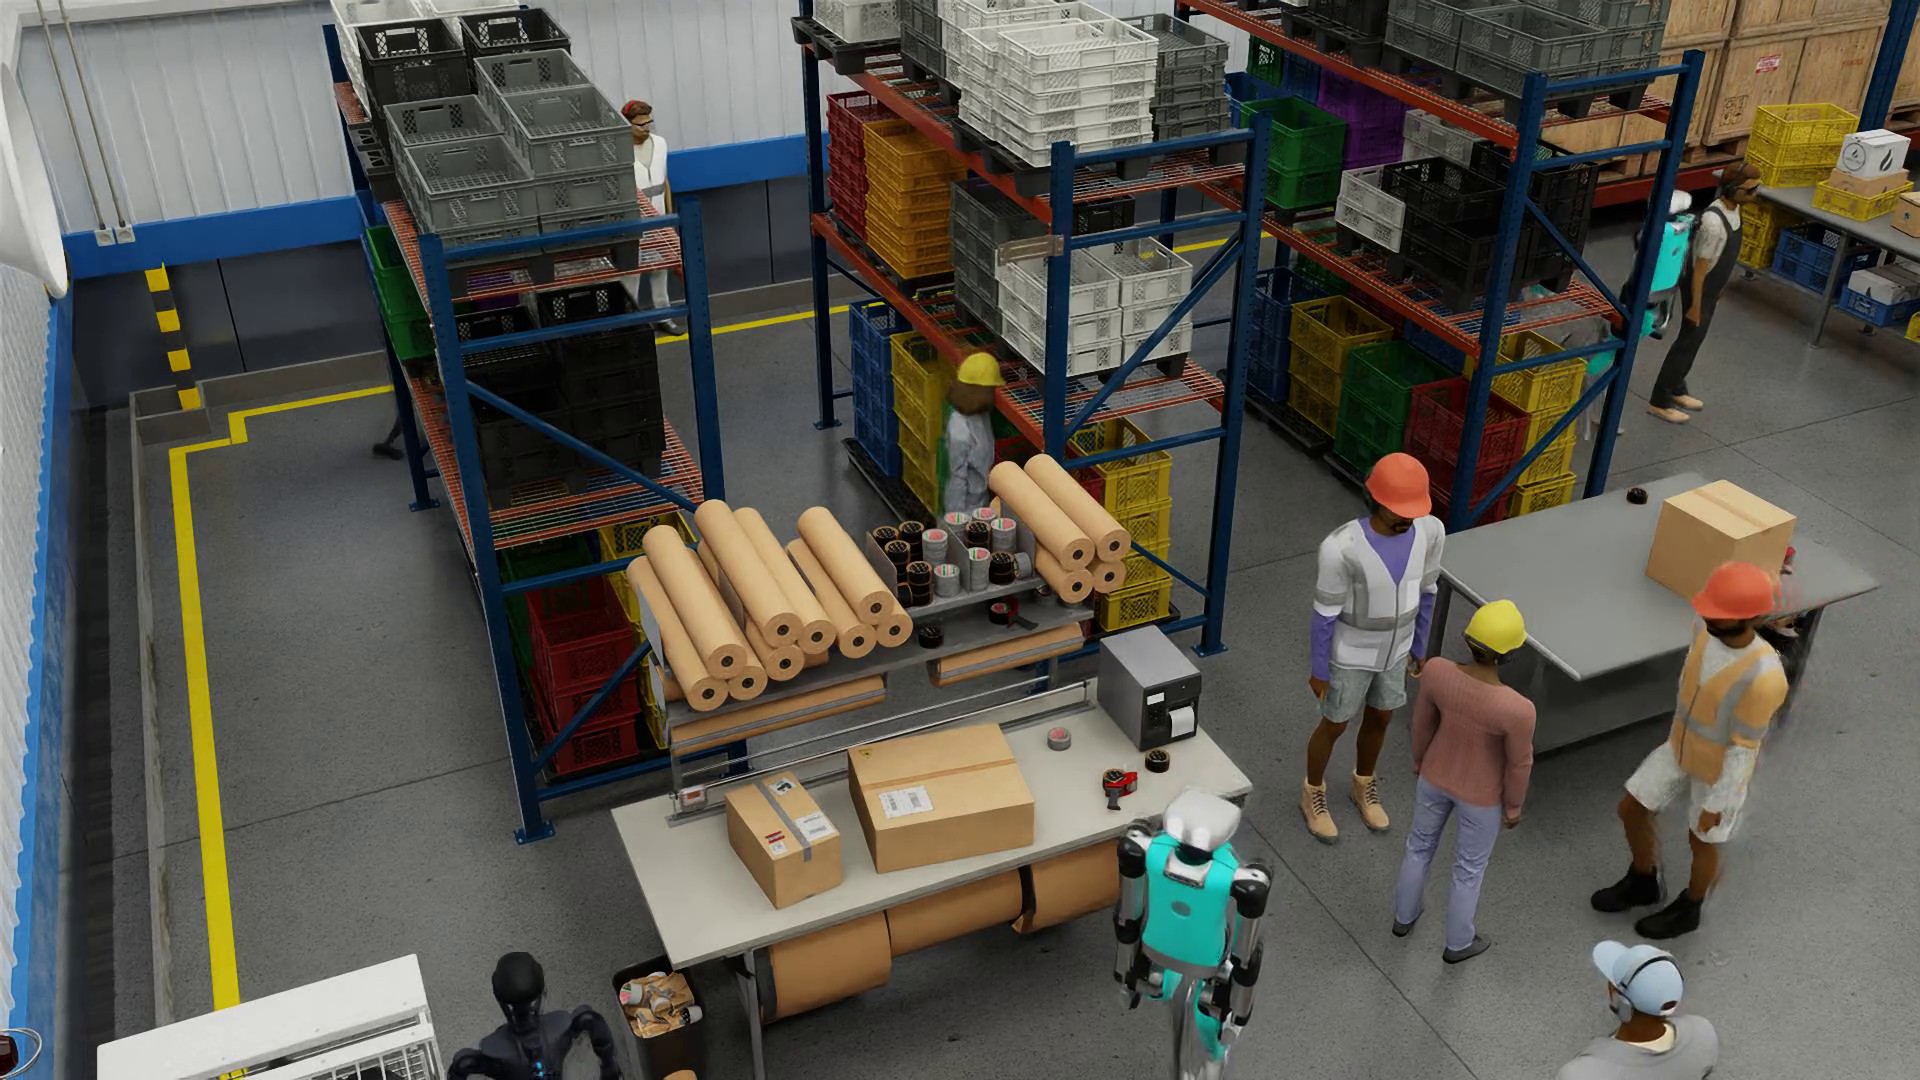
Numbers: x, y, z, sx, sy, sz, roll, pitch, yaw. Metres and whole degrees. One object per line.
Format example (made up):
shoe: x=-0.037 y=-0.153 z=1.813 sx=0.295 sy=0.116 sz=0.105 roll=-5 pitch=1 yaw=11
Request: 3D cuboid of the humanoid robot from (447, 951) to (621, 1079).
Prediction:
humanoid robot: x=-1.395 y=1.976 z=5.450 sx=0.610 sy=1.631 sz=0.732 roll=-18 pitch=36 yaw=-26

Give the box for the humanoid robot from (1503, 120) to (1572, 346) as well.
humanoid robot: x=4.267 y=-2.193 z=12.187 sx=0.876 sy=1.832 sz=0.559 roll=11 pitch=33 yaw=18

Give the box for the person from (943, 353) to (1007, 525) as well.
person: x=0.087 y=-0.187 z=8.885 sx=0.358 sy=1.725 sz=0.515 roll=5 pitch=32 yaw=7

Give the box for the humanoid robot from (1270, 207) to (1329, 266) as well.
humanoid robot: x=2.870 y=-3.100 z=13.620 sx=0.531 sy=1.793 sz=0.796 roll=11 pitch=33 yaw=17

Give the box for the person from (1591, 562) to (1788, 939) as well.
person: x=3.048 y=0.917 z=6.906 sx=0.569 sy=1.914 sz=0.557 roll=-8 pitch=32 yaw=-12

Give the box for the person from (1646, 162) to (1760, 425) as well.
person: x=5.001 y=-1.658 z=11.175 sx=0.331 sy=1.836 sz=0.503 roll=21 pitch=37 yaw=30

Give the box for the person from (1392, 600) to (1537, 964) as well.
person: x=2.098 y=1.006 z=6.907 sx=0.524 sy=1.768 sz=0.307 roll=27 pitch=41 yaw=37

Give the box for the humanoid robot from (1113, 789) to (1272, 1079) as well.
humanoid robot: x=0.870 y=1.545 z=6.084 sx=0.537 sy=1.796 sz=0.835 roll=14 pitch=34 yaw=22

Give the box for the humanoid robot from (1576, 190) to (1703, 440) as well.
humanoid robot: x=4.370 y=-1.477 z=11.007 sx=0.530 sy=1.838 sz=0.664 roll=-18 pitch=36 yaw=-26

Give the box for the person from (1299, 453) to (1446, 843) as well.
person: x=1.852 y=0.503 z=7.478 sx=0.598 sy=2.035 sz=0.402 roll=-11 pitch=33 yaw=-17

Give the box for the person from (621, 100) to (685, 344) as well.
person: x=-2.351 y=-2.345 z=12.288 sx=0.388 sy=1.836 sz=0.561 roll=25 pitch=40 yaw=35

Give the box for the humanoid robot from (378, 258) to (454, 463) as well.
humanoid robot: x=-3.598 y=-1.313 z=10.805 sx=0.540 sy=1.640 sz=0.610 roll=-8 pitch=33 yaw=-13

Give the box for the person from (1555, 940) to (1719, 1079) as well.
person: x=1.995 y=1.972 z=5.257 sx=0.599 sy=1.850 sz=0.387 roll=-14 pitch=34 yaw=-21
